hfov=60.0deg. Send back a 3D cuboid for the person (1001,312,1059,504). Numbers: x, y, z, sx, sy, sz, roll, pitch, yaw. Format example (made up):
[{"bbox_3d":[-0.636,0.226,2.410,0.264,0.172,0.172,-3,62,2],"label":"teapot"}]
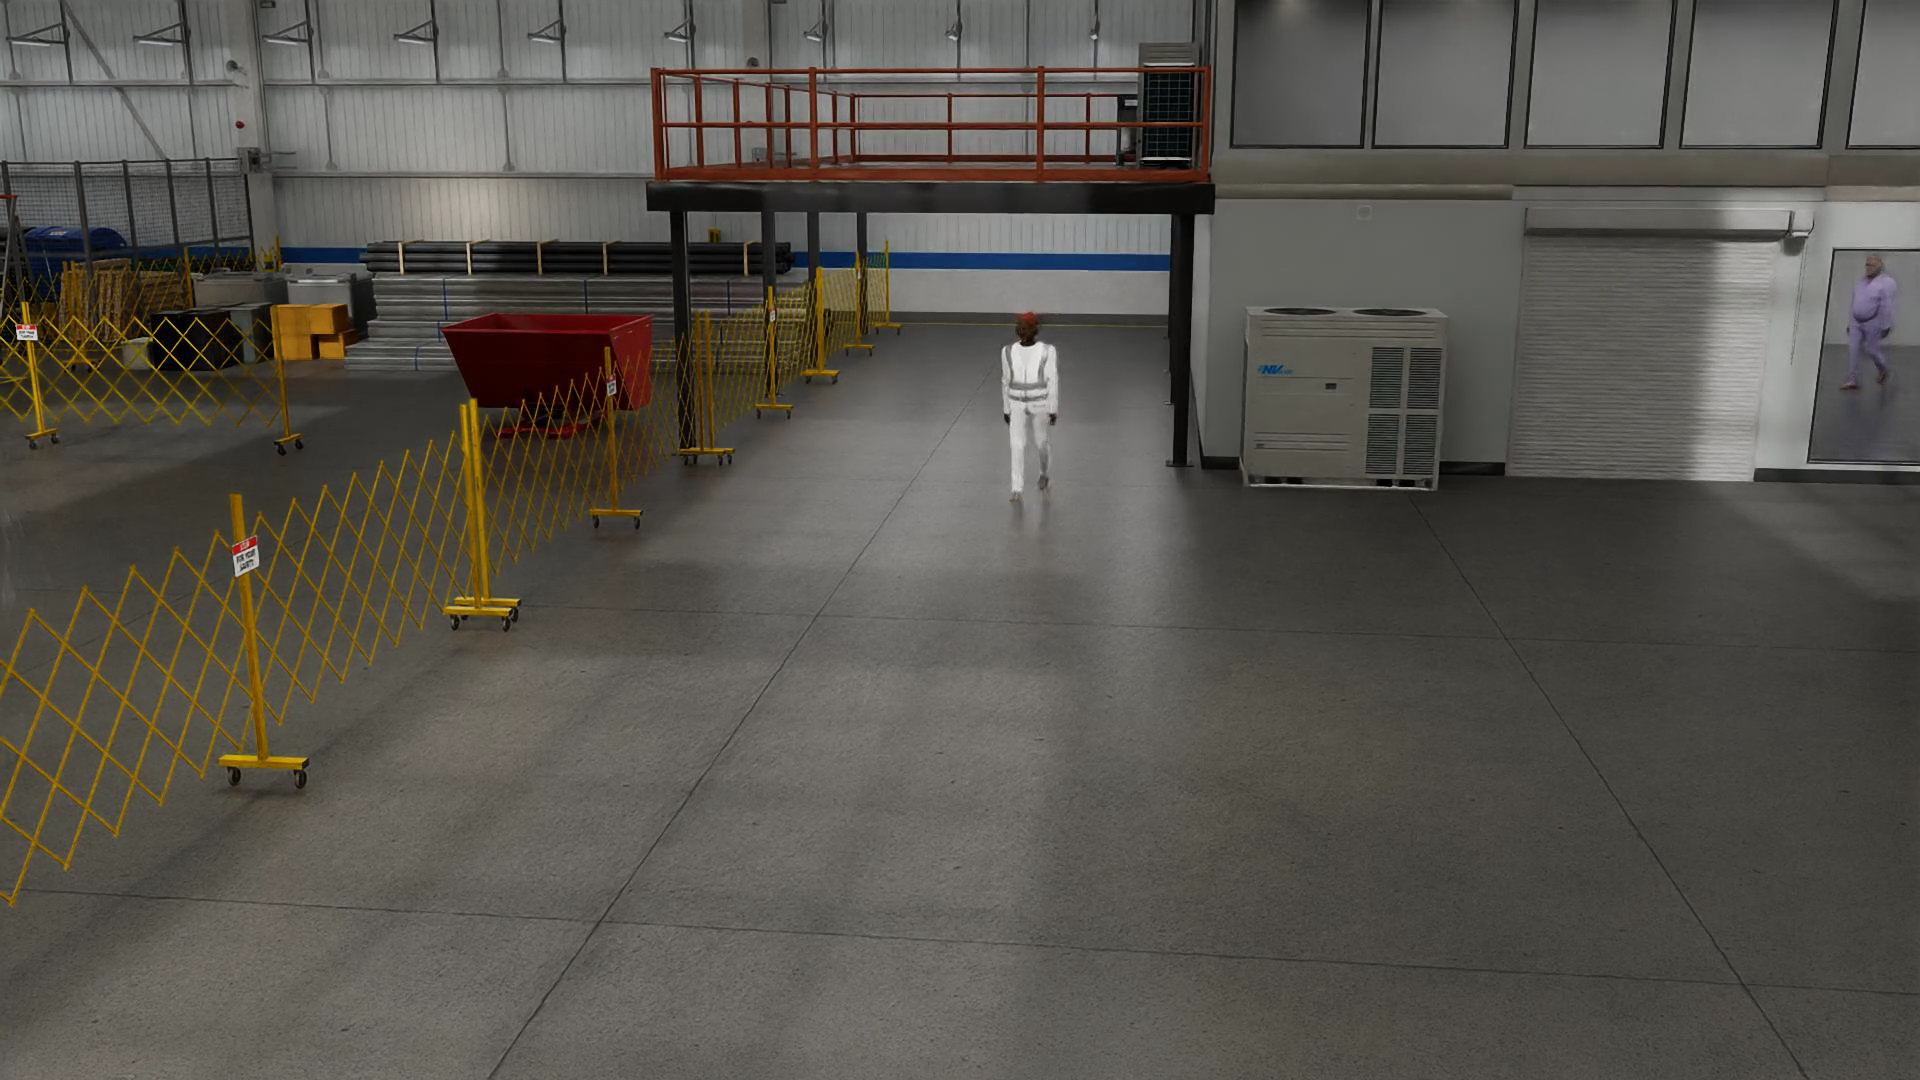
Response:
[{"bbox_3d":[0.701,-1.329,16.388,0.586,1.851,0.916,3,14,14],"label":"person"}]
